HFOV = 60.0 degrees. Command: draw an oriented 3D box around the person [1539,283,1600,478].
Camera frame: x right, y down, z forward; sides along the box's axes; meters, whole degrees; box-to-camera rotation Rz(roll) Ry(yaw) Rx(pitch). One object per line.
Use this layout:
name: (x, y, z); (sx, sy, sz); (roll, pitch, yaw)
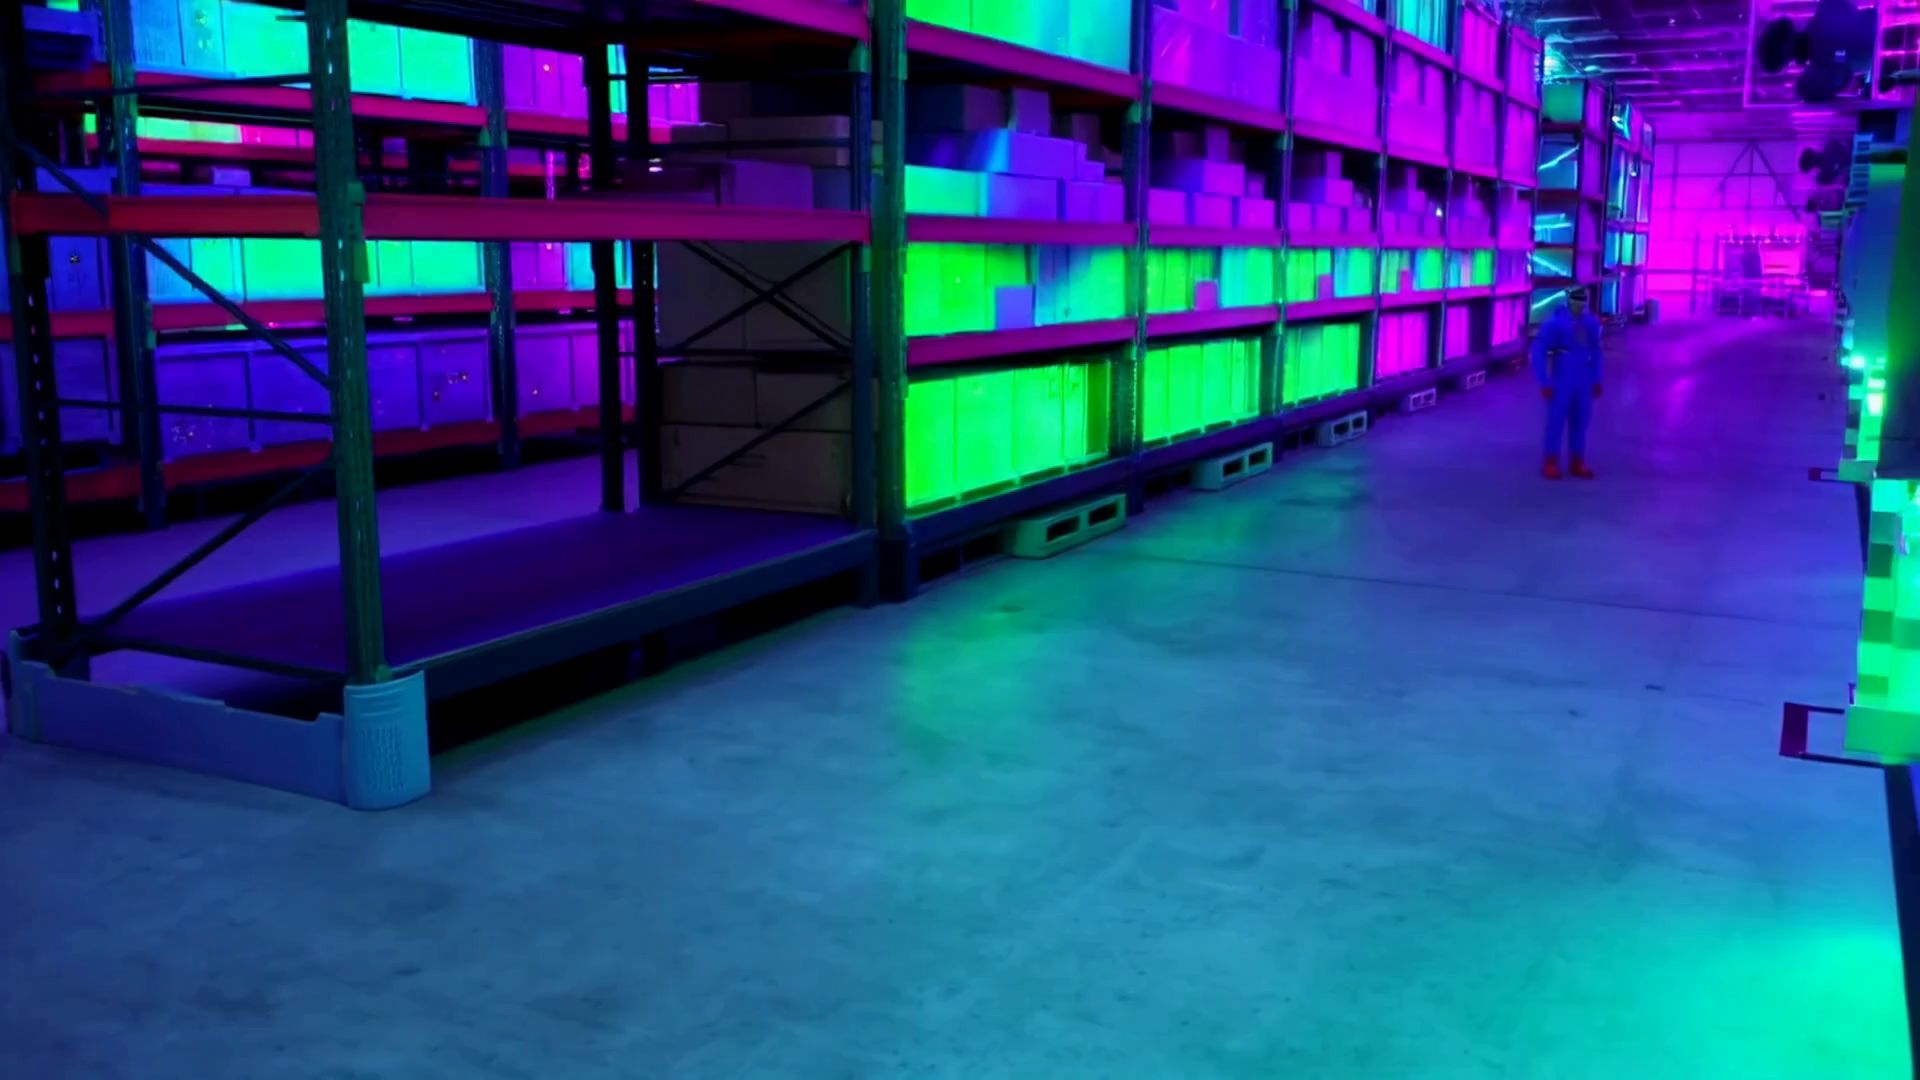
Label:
person: (5.925, -1.543, 16.144); (0.658, 1.893, 0.400); (-3, 10, -17)
